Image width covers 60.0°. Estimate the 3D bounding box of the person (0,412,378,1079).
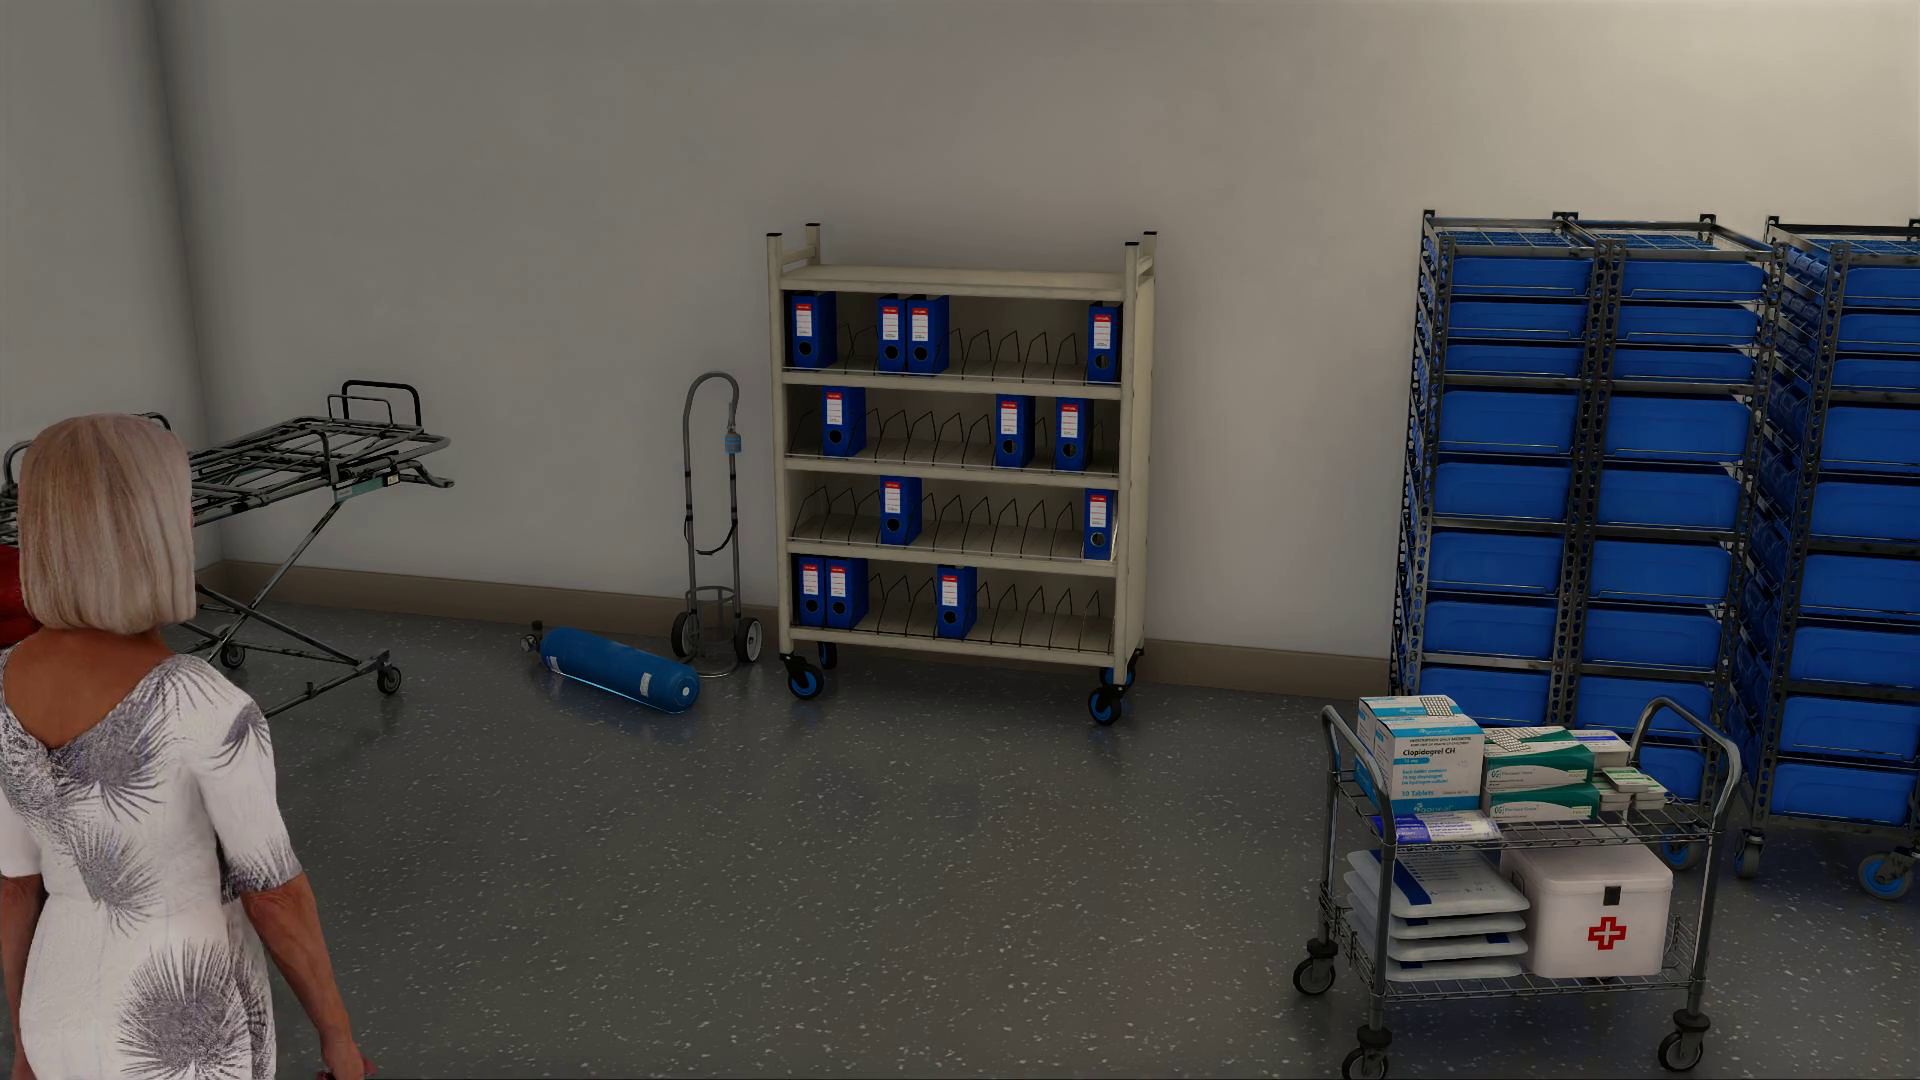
[{"bbox_3d":[-1.099,0.724,2.179,0.581,1.723,0.902,4,16,15],"label":"person"}]
